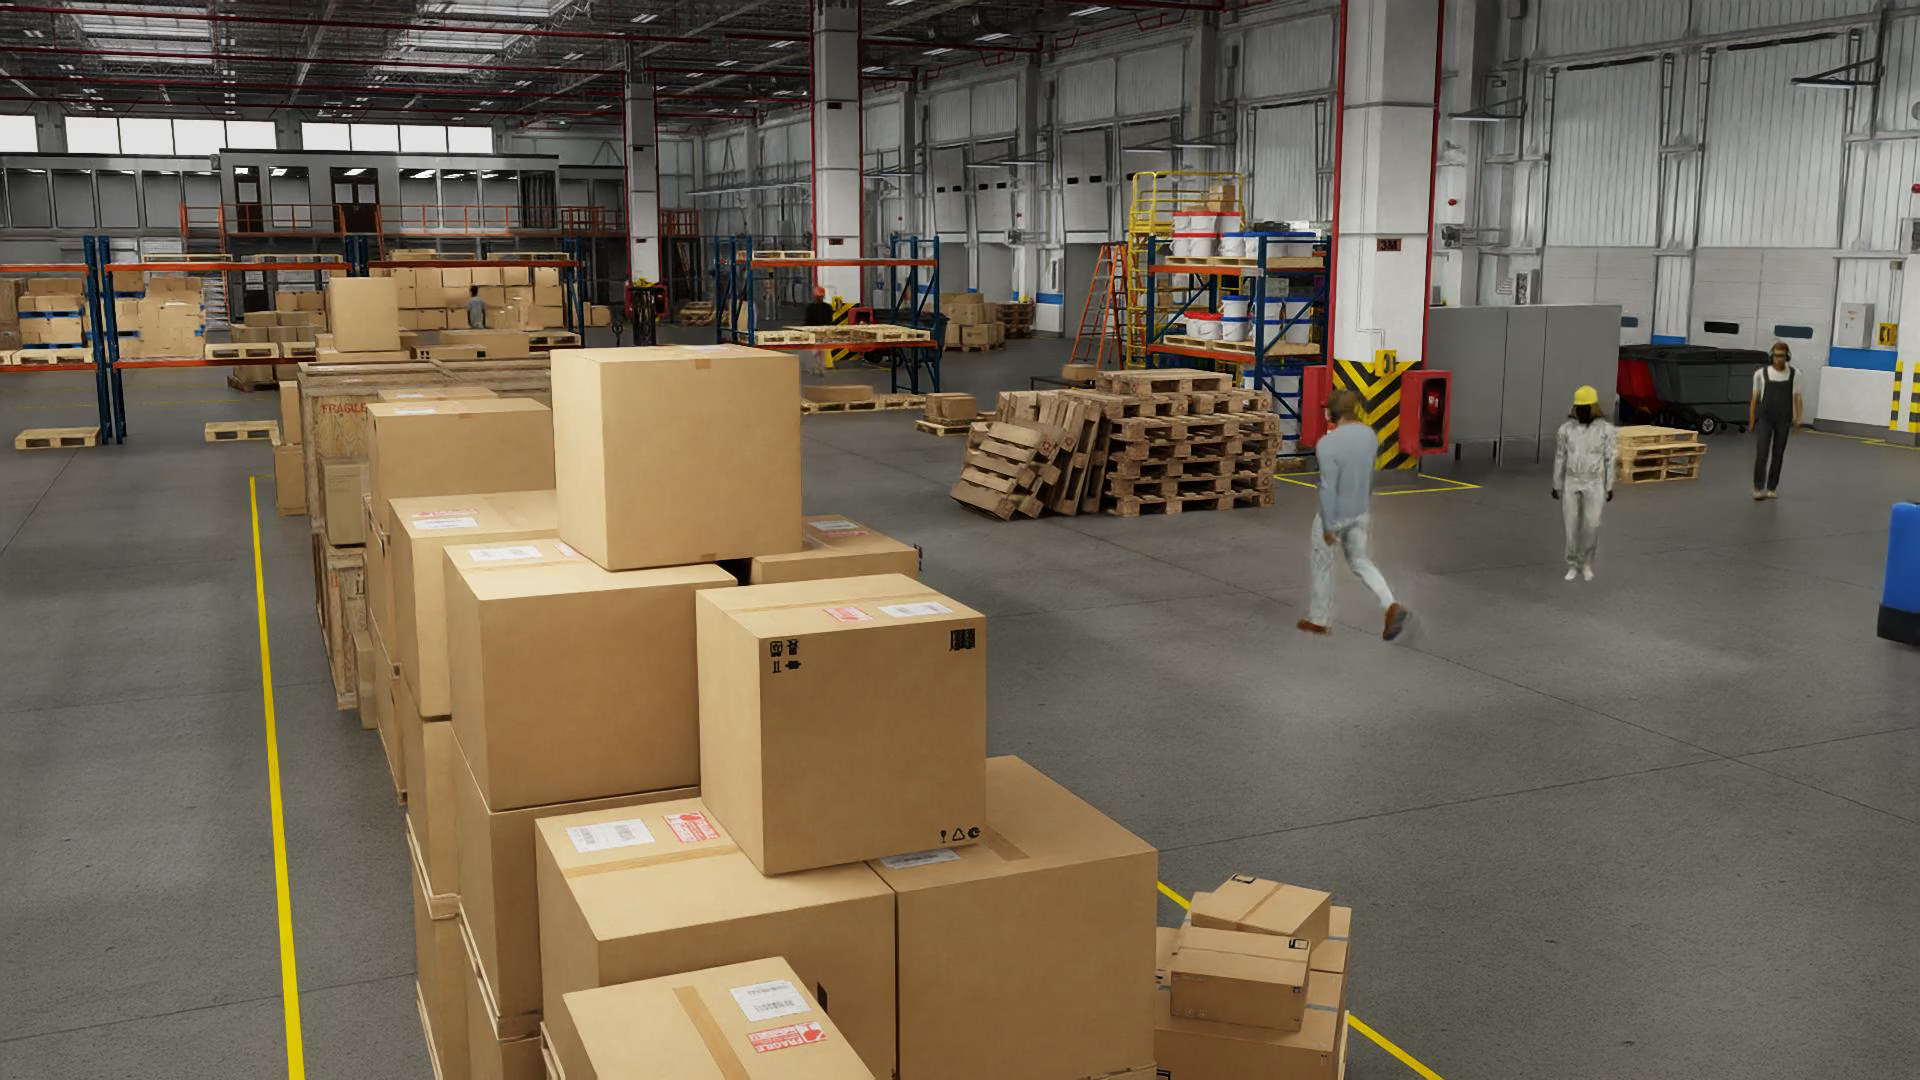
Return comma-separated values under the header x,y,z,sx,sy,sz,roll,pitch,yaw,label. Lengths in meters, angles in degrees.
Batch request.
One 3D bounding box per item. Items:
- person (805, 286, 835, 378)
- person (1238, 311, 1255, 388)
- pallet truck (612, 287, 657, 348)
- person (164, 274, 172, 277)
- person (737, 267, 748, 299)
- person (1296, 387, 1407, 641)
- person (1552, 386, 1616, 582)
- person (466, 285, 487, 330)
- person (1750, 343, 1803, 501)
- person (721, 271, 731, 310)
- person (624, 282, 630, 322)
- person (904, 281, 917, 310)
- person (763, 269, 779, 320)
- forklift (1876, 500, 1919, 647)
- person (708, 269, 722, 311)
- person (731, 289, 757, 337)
x,y,z,sx,sy,sz,roll,pitch,yaw,label
-2.993,-4.446,35.701,0.619,1.973,0.453,-6,12,-28,person
4.624,-2.673,26.224,0.722,1.863,0.592,7,13,35,person
-6.464,-4.406,35.401,0.823,1.965,1.885,6,12,32,pallet truck
-22.042,-6.444,46.586,0.621,2.010,0.527,-3,11,-17,person
-9.279,-10.912,71.459,0.645,1.917,0.815,-1,10,-5,person
2.917,-0.178,12.361,0.637,1.913,0.855,-6,12,-32,person
5.415,-0.477,14.490,0.502,1.725,0.466,7,12,33,person
-12.040,-5.435,41.496,0.521,1.842,0.866,-8,13,-38,person
9.320,-1.332,18.994,0.521,1.800,0.906,4,11,19,person
-9.140,-9.566,64.553,0.750,1.738,0.527,5,11,26,person
-11.591,-8.598,58.720,0.499,1.918,0.560,-4,11,-21,person
-1.729,-8.456,58.565,0.549,1.683,0.470,-5,12,-27,person
-6.942,-9.056,61.221,0.585,1.929,0.370,0,10,-1,person
7.800,-0.595,11.963,1.873,2.768,1.129,-4,11,-23,forklift
-9.369,-9.445,63.652,0.445,1.831,0.631,6,12,28,person
-5.143,-5.073,39.589,0.633,1.819,0.740,0,10,-1,person
